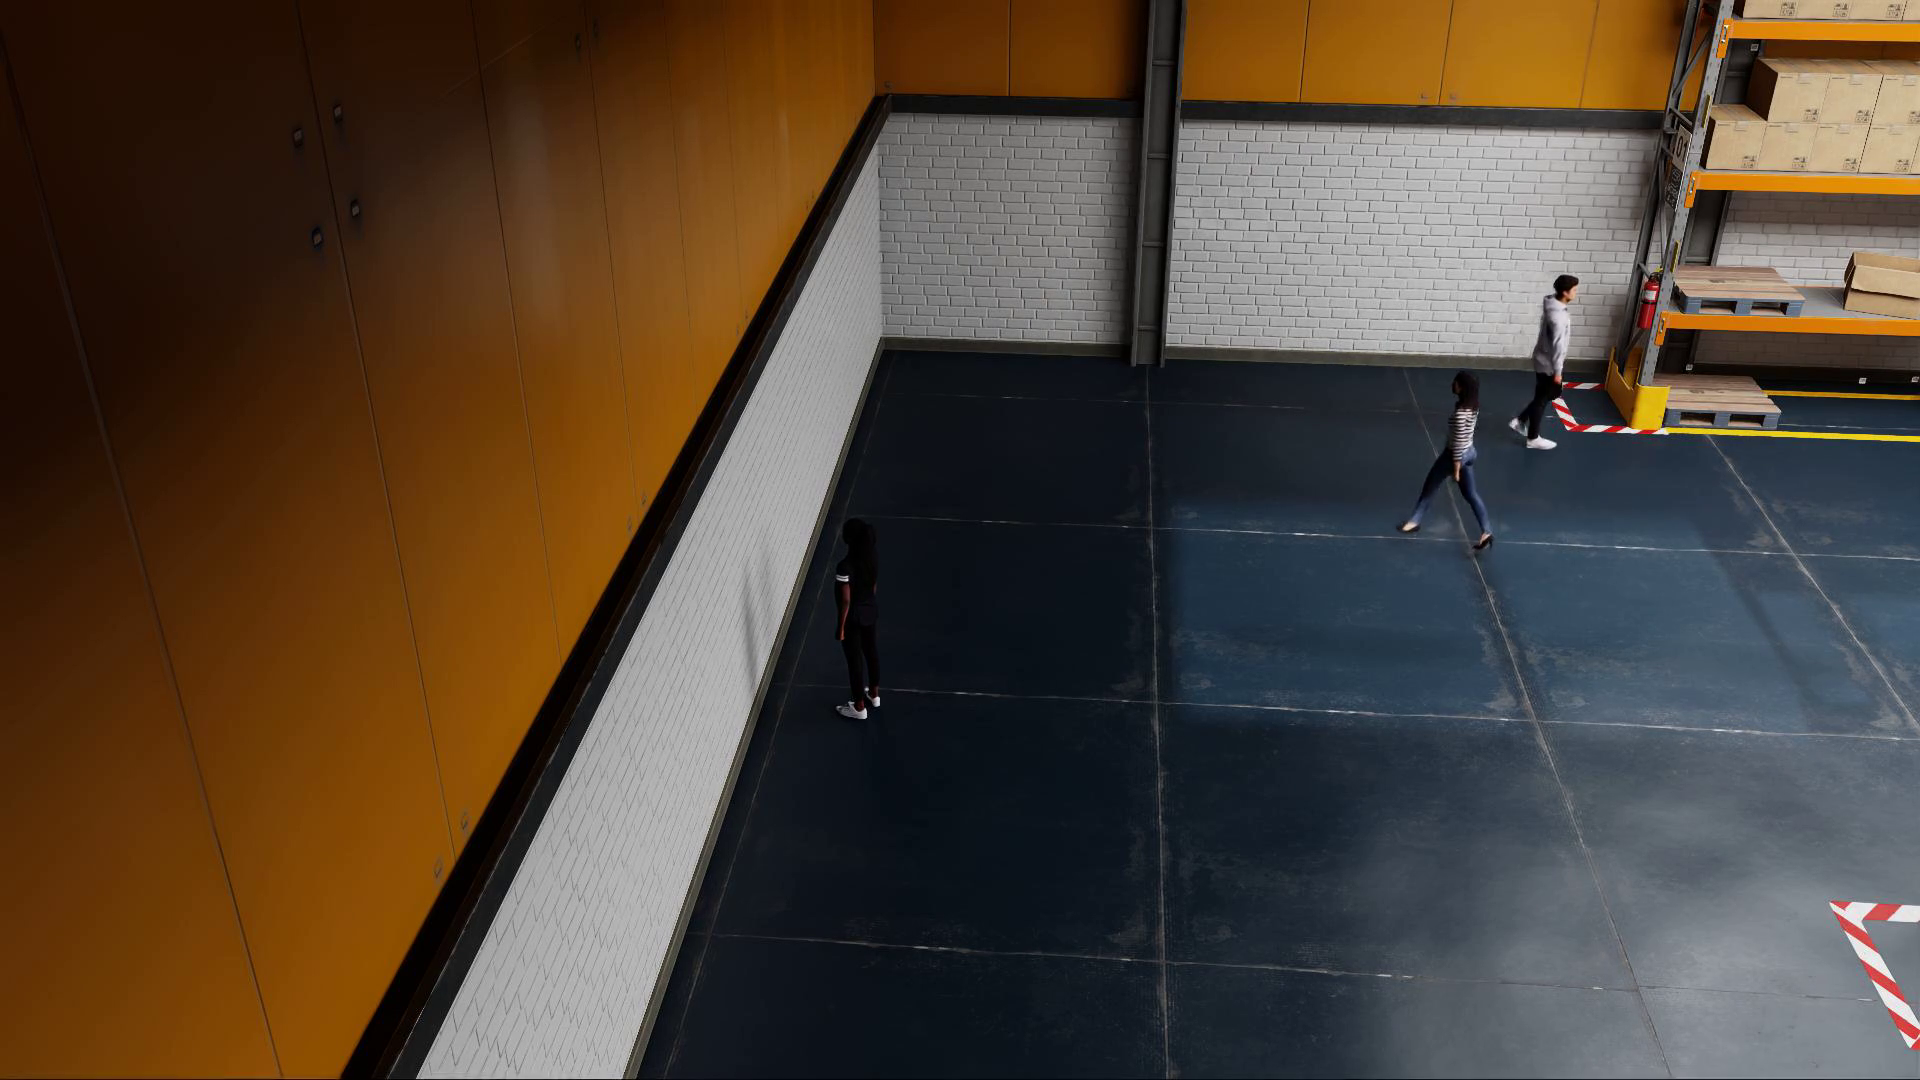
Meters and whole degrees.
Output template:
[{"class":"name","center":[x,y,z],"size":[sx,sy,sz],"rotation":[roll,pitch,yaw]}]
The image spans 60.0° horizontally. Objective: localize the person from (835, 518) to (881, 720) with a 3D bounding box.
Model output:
[{"class":"person","center":[-0.793,0.595,12.944],"size":[0.733,1.729,0.709],"rotation":[18,33,29]}]

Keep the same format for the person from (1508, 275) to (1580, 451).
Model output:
[{"class":"person","center":[6.002,-1.842,17.213],"size":[0.790,1.920,0.754],"rotation":[6,29,11]}]

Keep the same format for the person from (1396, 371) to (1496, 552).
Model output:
[{"class":"person","center":[4.655,-0.672,15.253],"size":[1.230,1.743,0.997],"rotation":[18,33,30]}]
